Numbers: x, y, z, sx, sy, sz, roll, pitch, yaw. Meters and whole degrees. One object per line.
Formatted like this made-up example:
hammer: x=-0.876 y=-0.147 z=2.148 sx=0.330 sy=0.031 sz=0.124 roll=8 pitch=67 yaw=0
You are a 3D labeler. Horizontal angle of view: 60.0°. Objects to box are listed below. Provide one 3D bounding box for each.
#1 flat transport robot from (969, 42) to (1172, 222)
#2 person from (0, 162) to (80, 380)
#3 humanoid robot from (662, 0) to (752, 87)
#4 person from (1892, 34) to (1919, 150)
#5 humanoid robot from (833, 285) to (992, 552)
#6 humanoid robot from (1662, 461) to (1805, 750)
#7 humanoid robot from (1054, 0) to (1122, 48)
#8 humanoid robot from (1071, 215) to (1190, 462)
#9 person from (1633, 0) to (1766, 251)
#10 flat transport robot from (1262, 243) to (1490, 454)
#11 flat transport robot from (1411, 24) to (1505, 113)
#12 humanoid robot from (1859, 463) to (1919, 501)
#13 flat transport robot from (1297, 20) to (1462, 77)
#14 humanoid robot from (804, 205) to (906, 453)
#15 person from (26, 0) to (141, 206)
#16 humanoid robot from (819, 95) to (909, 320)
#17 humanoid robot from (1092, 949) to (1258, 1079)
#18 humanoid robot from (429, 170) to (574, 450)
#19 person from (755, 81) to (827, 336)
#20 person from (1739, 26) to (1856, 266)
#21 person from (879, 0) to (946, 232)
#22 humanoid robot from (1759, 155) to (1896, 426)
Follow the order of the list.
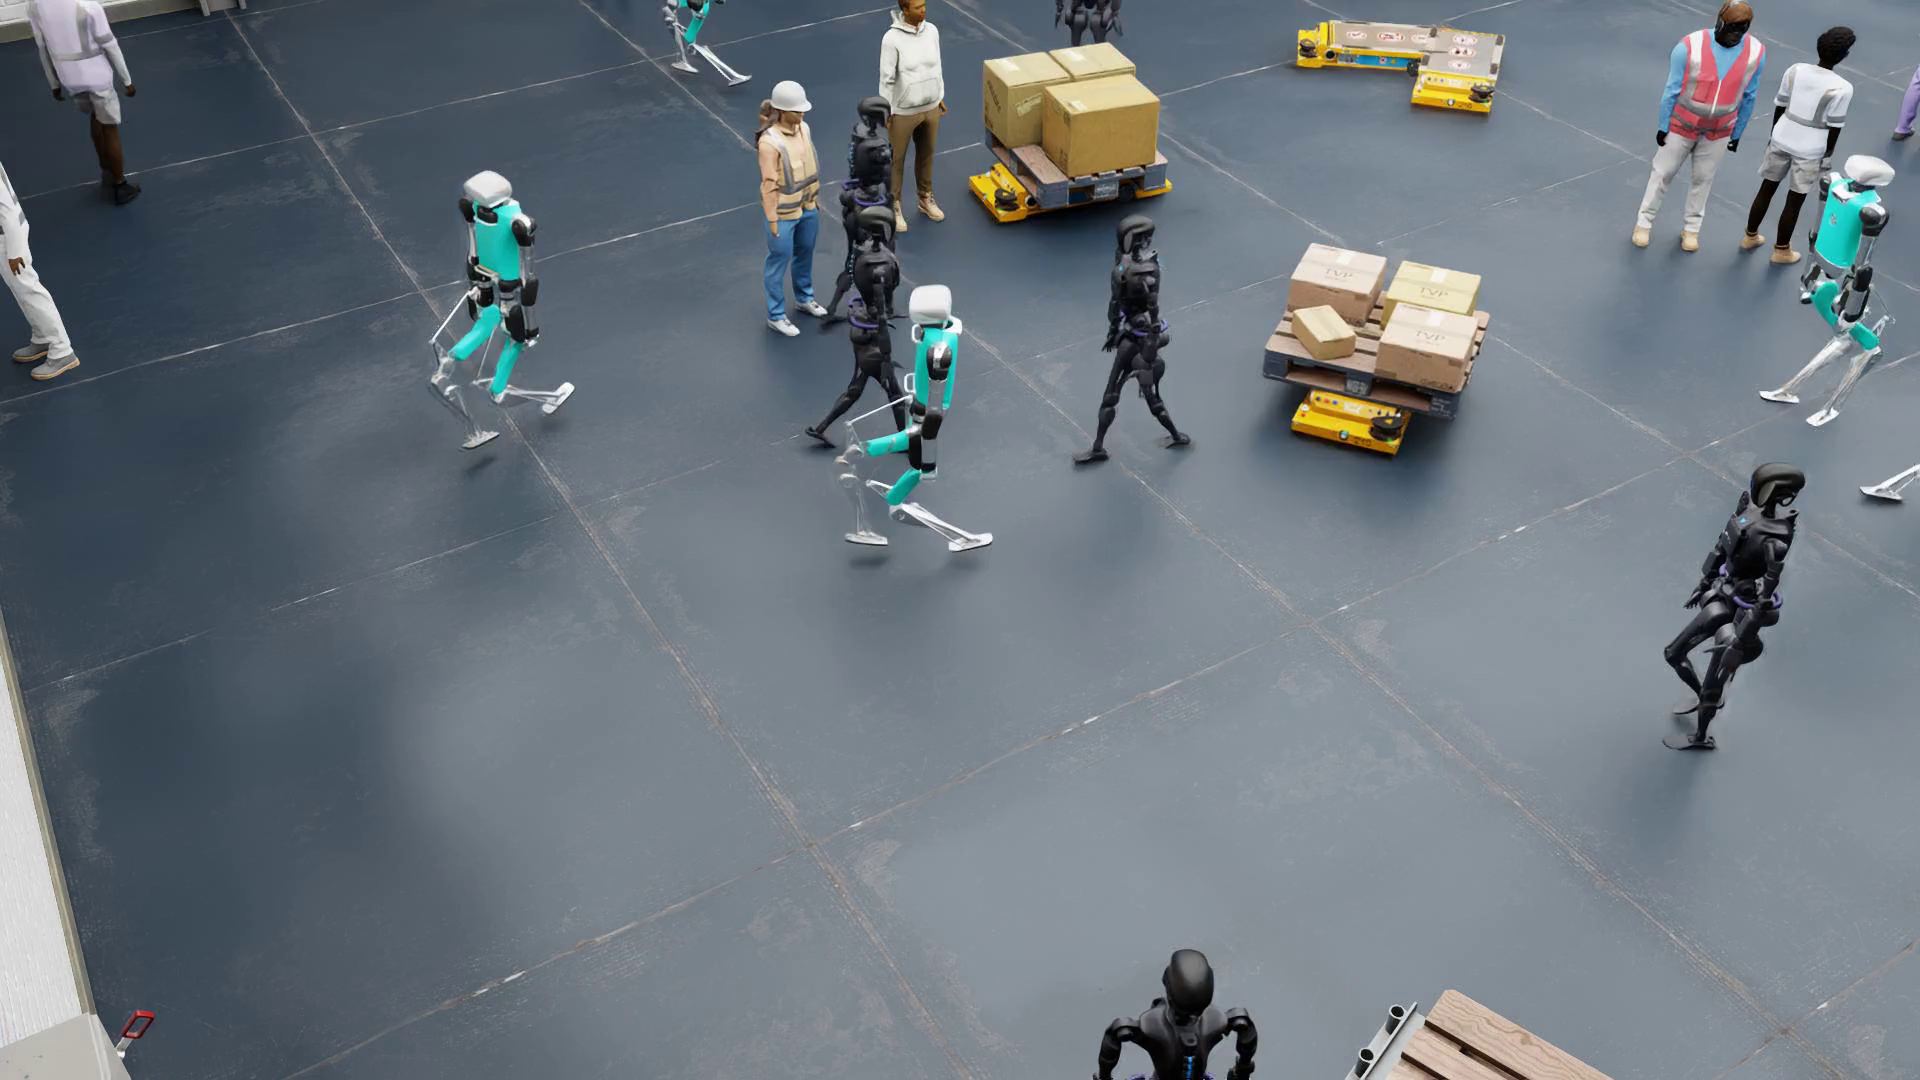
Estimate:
flat transport robot: x=0.850 y=-2.775 z=12.793 sx=1.431 sy=0.231 sz=0.659 roll=-13 pitch=40 yaw=-16
person: x=-5.986 y=-1.888 z=10.374 sx=0.337 sy=1.882 sz=0.583 roll=-29 pitch=47 yaw=-32
humanoid robot: x=-2.257 y=-4.626 z=13.957 sx=1.031 sy=1.736 sz=0.551 roll=14 pitch=41 yaw=17
person: x=7.786 y=-3.967 z=13.027 sx=0.397 sy=1.846 sz=0.563 roll=-19 pitch=42 yaw=-22
humanoid robot: x=-0.342 y=-0.556 z=8.830 sx=1.039 sy=1.745 sz=0.559 roll=-1 pitch=38 yaw=-1
humanoid robot: x=3.580 y=0.340 z=7.729 sx=0.332 sy=1.652 sz=0.589 roll=1 pitch=38 yaw=1
humanoid robot: x=1.061 y=-4.369 z=13.684 sx=0.607 sy=1.649 sz=0.345 roll=13 pitch=40 yaw=16
humanoid robot: x=1.052 y=-1.144 z=9.652 sx=0.768 sy=1.625 sz=0.599 roll=-12 pitch=40 yaw=-14
person: x=5.205 y=-2.901 z=11.701 sx=0.620 sy=1.835 sz=0.431 roll=7 pitch=39 yaw=9
flat transport robot: x=2.629 y=-1.061 z=10.630 sx=0.659 sy=0.231 sz=1.431 roll=16 pitch=41 yaw=19
flat transport robot: x=4.353 y=-4.118 z=14.488 sx=0.659 sy=0.231 sz=1.431 roll=12 pitch=40 yaw=14
humanoid robot: x=5.707 y=-0.863 z=9.183 sx=0.936 sy=1.740 sz=0.531 roll=0 pitch=38 yaw=0
flat transport robot: x=3.739 y=-4.380 z=14.818 sx=1.431 sy=0.231 sz=0.659 roll=6 pitch=39 yaw=8
humanoid robot: x=-0.563 y=-1.203 z=9.727 sx=0.768 sy=1.647 sz=0.603 roll=-5 pitch=39 yaw=-6
person: x=-6.423 y=-3.428 z=12.291 sx=0.566 sy=1.914 sz=0.520 roll=2 pitch=38 yaw=2
humanoid robot: x=-0.635 y=-2.150 z=10.907 sx=0.656 sy=1.647 sz=0.614 roll=-13 pitch=40 yaw=-16
humanoid robot: x=0.692 y=1.958 z=5.687 sx=0.600 sy=1.653 sz=0.344 roll=-4 pitch=39 yaw=-5
humanoid robot: x=-2.775 y=-1.241 z=9.706 sx=0.561 sy=1.751 sz=1.061 roll=23 pitch=44 yaw=27
person: x=-1.109 y=-2.183 z=10.880 sx=0.376 sy=1.722 sz=0.498 roll=25 pitch=45 yaw=28
person: x=5.861 y=-2.746 z=11.608 sx=0.322 sy=1.692 sz=0.534 roll=-19 pitch=42 yaw=-22
person: x=-0.354 y=-3.120 z=12.021 sx=0.531 sy=1.767 sz=0.363 roll=-22 pitch=43 yaw=-25
humanoid robot: x=5.394 y=-1.491 z=9.989 sx=0.769 sy=1.765 sz=0.531 roll=-7 pitch=39 yaw=-8
